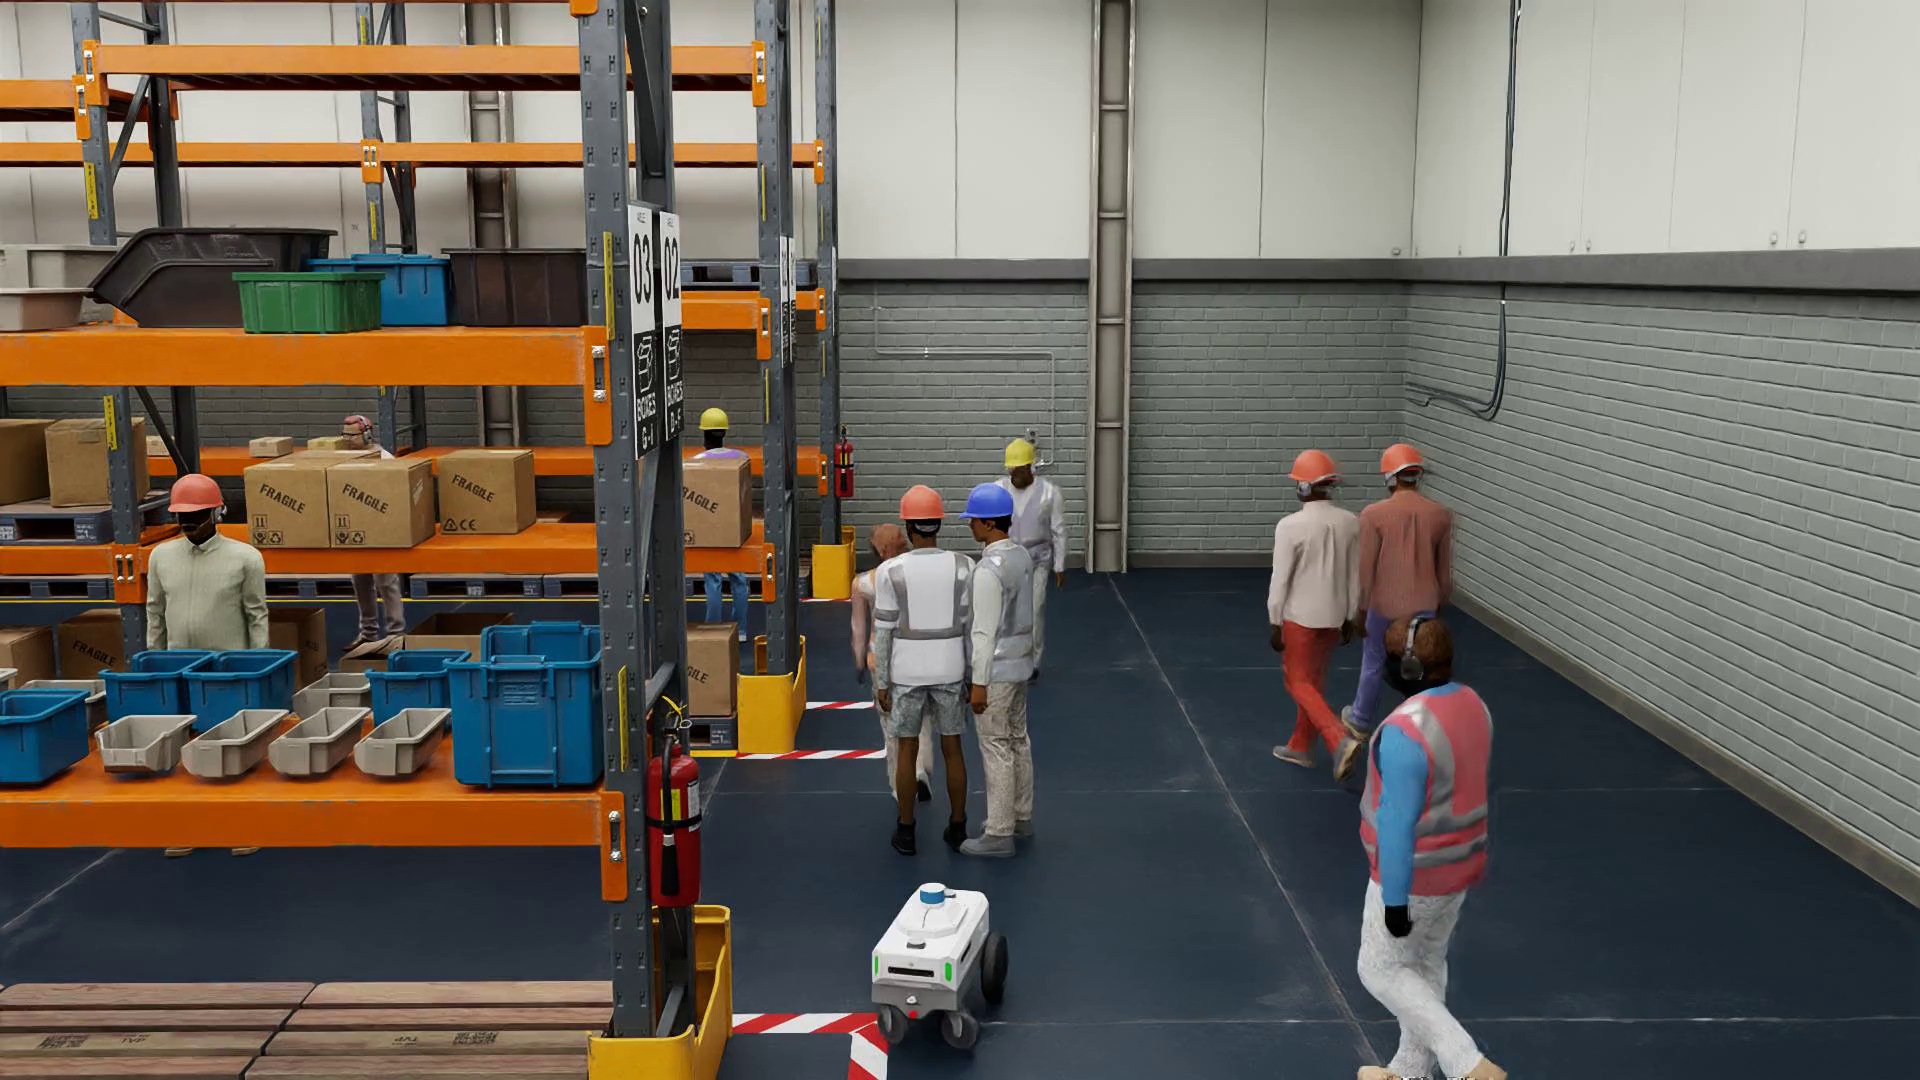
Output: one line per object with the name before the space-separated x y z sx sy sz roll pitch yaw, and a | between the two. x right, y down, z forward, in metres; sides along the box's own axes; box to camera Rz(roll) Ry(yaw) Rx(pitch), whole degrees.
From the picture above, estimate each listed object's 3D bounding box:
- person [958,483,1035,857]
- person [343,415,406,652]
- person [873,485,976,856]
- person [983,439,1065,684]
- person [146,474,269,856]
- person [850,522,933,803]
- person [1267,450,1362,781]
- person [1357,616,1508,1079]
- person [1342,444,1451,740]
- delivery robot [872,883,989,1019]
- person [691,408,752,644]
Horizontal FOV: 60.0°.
person | 0.192 0.664 8.664 0.409 1.938 0.608 4 10 21
person | -4.672 -0.033 13.085 0.638 1.900 0.397 4 10 26
person | -0.181 0.678 8.628 0.547 1.929 0.387 -2 9 -11
person | 0.468 0.145 12.219 0.618 1.812 0.515 2 9 11
person | -3.886 0.646 8.601 0.611 1.995 0.375 0 9 -3
person | -0.341 0.707 9.355 0.546 1.623 0.377 -1 9 -6
person | 2.142 0.454 9.872 0.615 1.978 0.820 -5 11 -28
person | 1.694 1.180 5.872 0.587 1.824 0.635 9 13 43
person | 2.721 0.371 10.401 0.665 1.944 0.974 -1 9 -8
delivery robot | -0.110 1.628 6.702 0.477 0.478 0.707 2 10 13
person | -1.941 -0.094 13.345 0.585 1.929 0.370 -8 12 -39
